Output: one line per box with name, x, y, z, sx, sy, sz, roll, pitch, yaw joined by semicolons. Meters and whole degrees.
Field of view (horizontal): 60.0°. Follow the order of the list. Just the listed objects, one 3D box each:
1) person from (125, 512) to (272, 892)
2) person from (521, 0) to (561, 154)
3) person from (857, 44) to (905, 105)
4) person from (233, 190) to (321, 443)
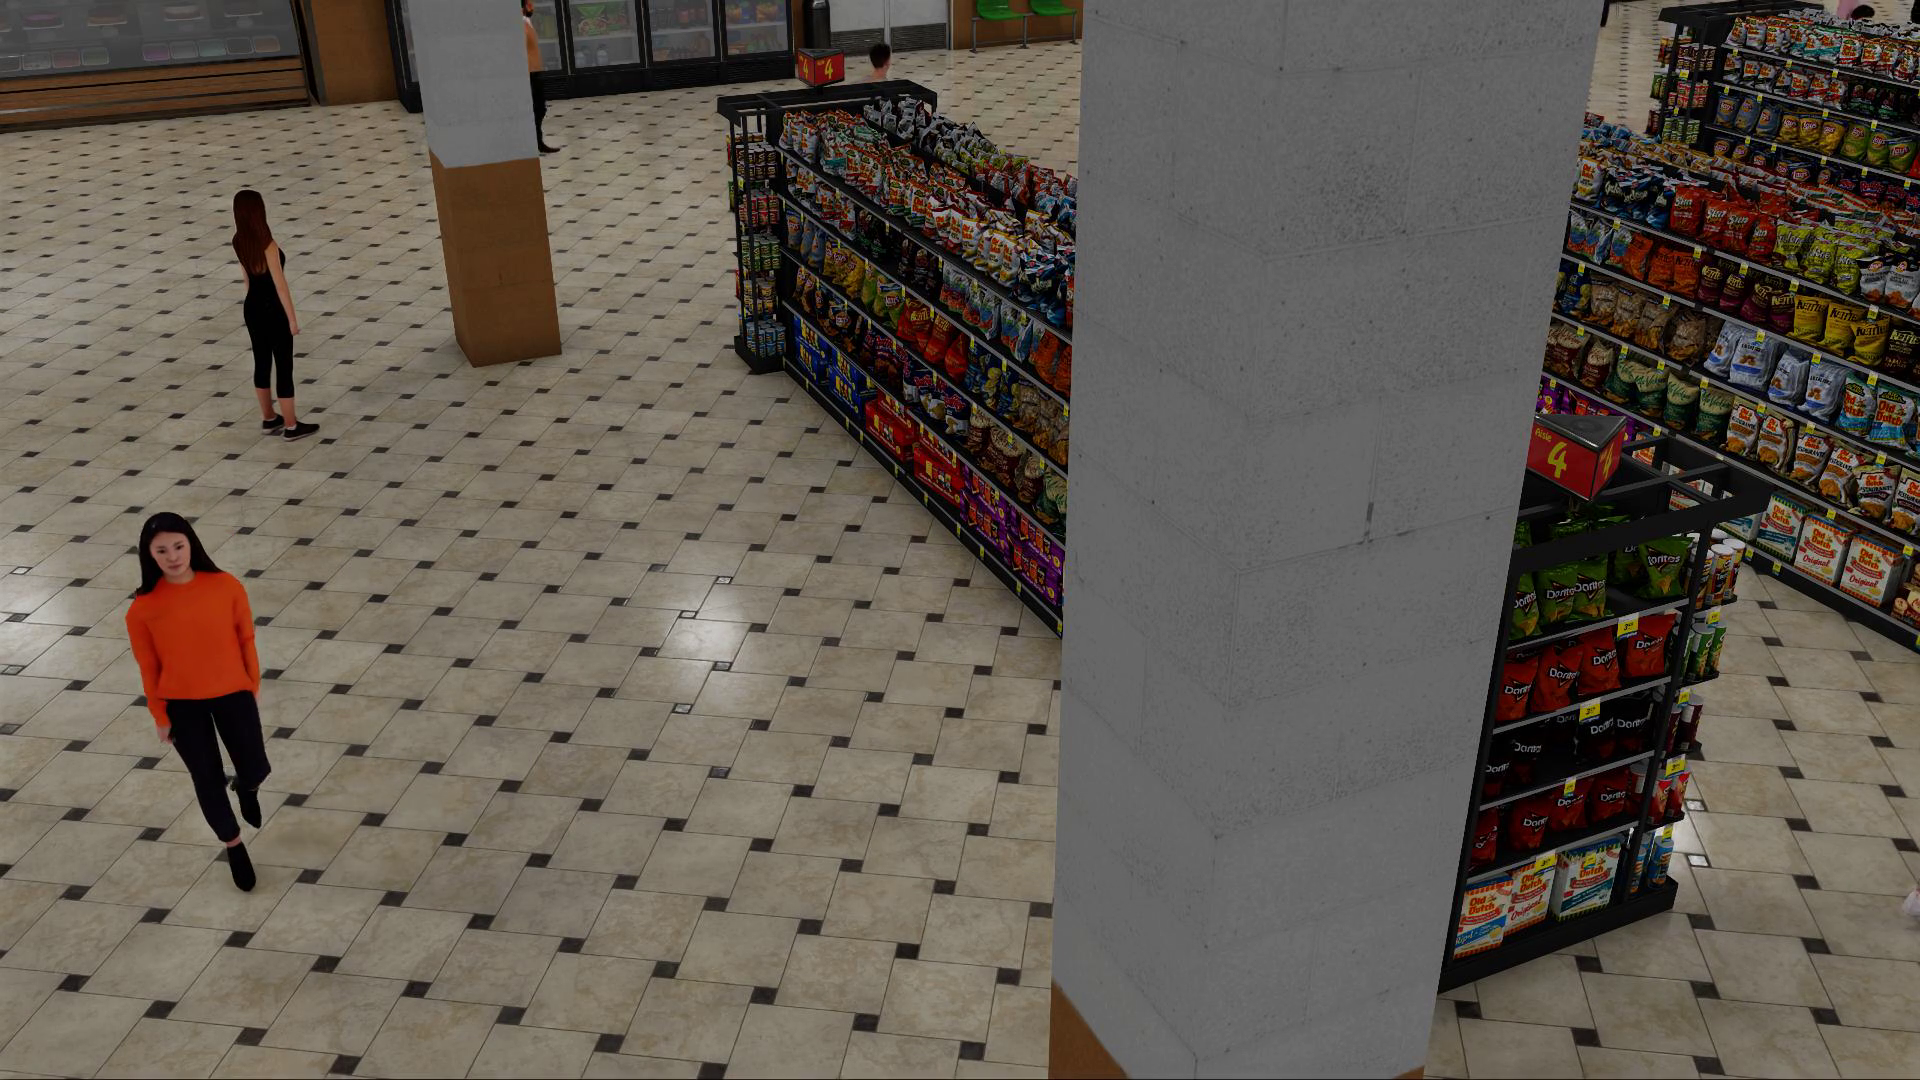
person;-3.190;0.659;7.019;0.649;1.738;0.760;-15;30;-27
person;-4.860;-5.137;18.444;0.817;1.741;0.834;-6;27;-11
person;-0.774;-3.559;15.276;1.221;1.792;1.140;16;31;28
person;-4.741;-1.533;11.355;0.615;1.724;0.700;14;30;26
